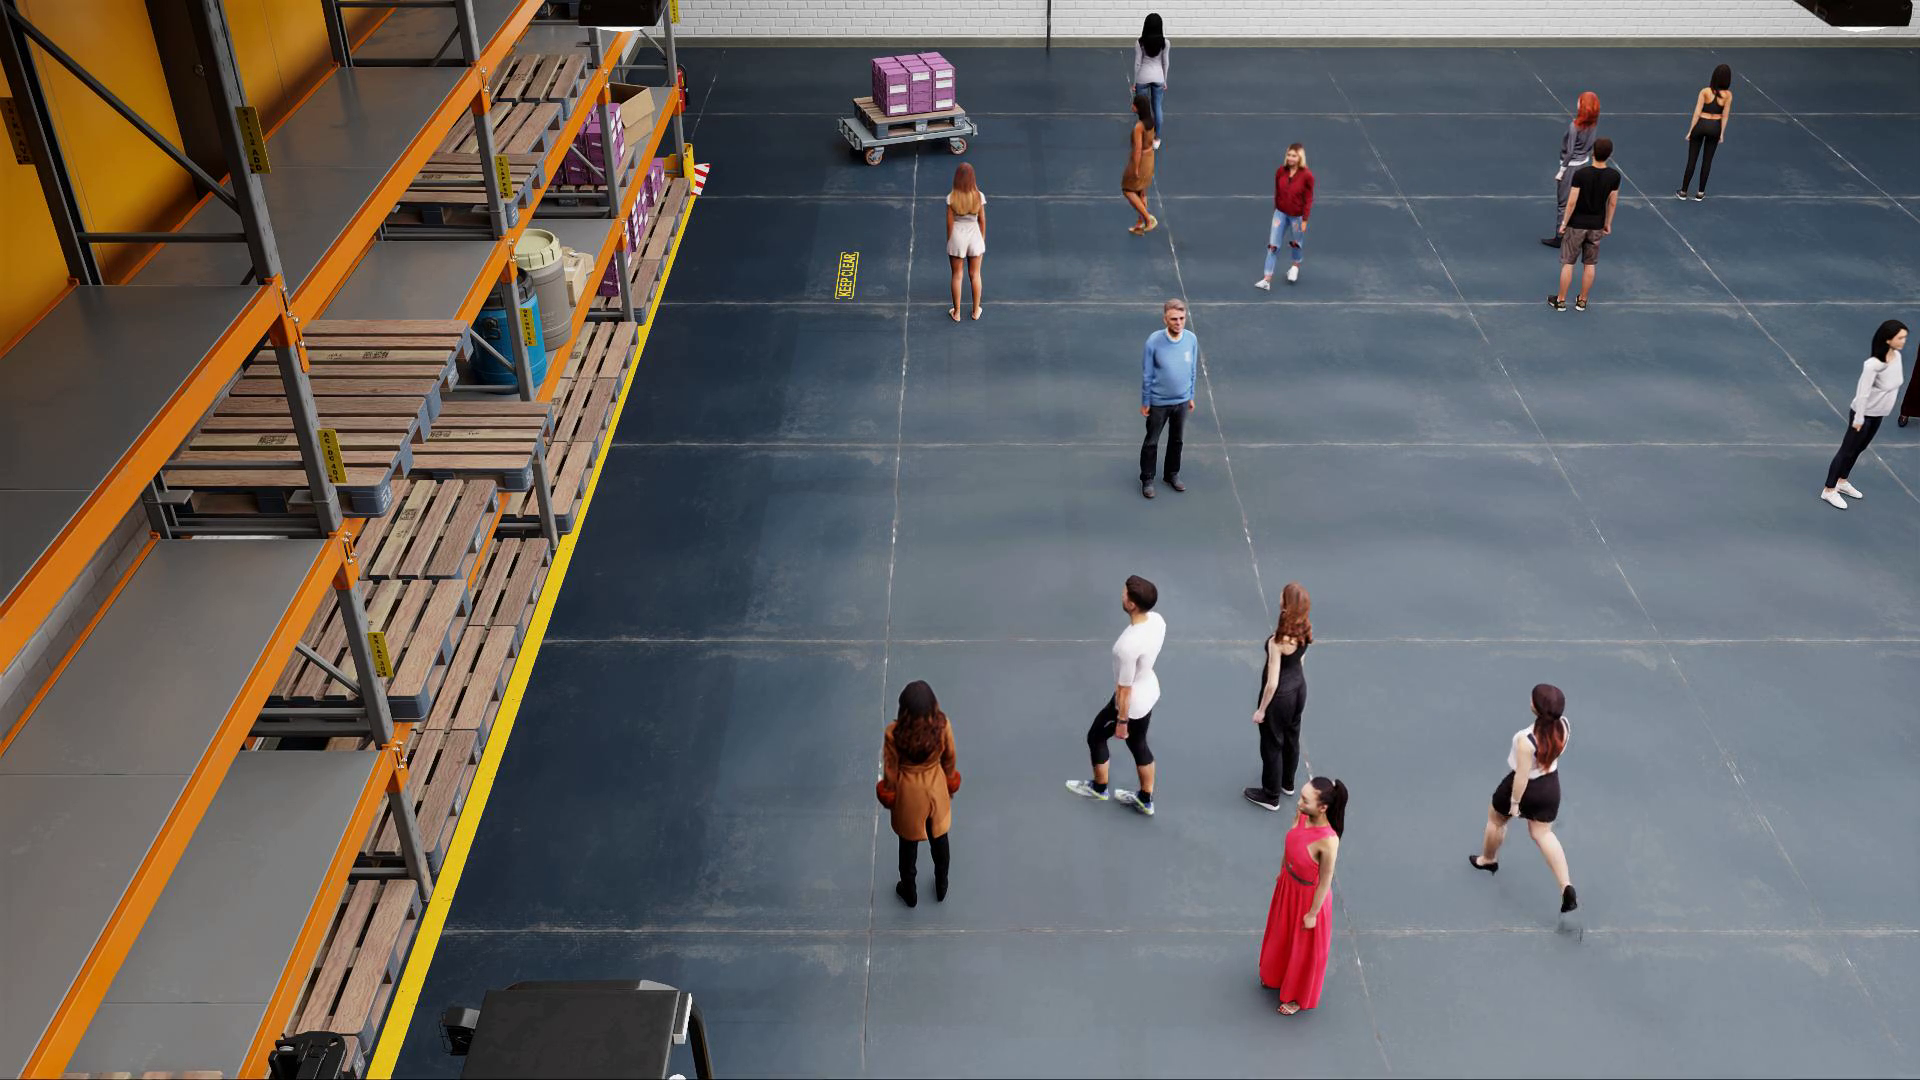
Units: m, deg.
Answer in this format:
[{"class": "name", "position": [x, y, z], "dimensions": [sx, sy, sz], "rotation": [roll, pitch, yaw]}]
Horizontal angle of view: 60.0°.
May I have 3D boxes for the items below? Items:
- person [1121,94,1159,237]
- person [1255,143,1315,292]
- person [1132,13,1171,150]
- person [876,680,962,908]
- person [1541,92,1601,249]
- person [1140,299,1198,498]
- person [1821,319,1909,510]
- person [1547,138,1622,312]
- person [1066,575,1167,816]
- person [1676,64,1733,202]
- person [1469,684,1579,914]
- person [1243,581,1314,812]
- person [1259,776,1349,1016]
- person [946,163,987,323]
[{"class": "person", "position": [2.124, -4.217, 18.876], "dimensions": [0.794, 1.673, 0.749], "rotation": [18, 38, 25]}, {"class": "person", "position": [3.583, -3.479, 17.848], "dimensions": [0.973, 1.582, 1.152], "rotation": [19, 38, 26]}, {"class": "person", "position": [2.441, -5.878, 21.319], "dimensions": [0.618, 1.735, 0.543], "rotation": [-3, 34, -4]}, {"class": "person", "position": [-0.243, 1.550, 10.159], "dimensions": [0.735, 1.719, 0.674], "rotation": [-8, 34, -11]}, {"class": "person", "position": [6.897, -4.170, 18.710], "dimensions": [0.654, 1.779, 0.675], "rotation": [-22, 39, -29]}, {"class": "person", "position": [1.784, -1.244, 14.272], "dimensions": [0.718, 1.820, 0.676], "rotation": [-10, 35, -14]}, {"class": "person", "position": [7.720, -1.095, 14.155], "dimensions": [0.709, 1.700, 0.751], "rotation": [-24, 41, -32]}, {"class": "person", "position": [6.502, -3.278, 17.295], "dimensions": [0.683, 1.861, 0.553], "rotation": [1, 34, 2]}, {"class": "person", "position": [1.199, 1.063, 10.791], "dimensions": [0.995, 1.829, 0.957], "rotation": [20, 38, 27]}, {"class": "person", "position": [8.930, -4.880, 19.902], "dimensions": [0.621, 1.642, 0.577], "rotation": [9, 35, 13]}, {"class": "person", "position": [3.557, 1.593, 10.181], "dimensions": [0.884, 1.623, 1.102], "rotation": [-17, 37, -24]}, {"class": "person", "position": [2.129, 1.022, 10.928], "dimensions": [0.718, 1.746, 0.652], "rotation": [28, 43, 35]}, {"class": "person", "position": [1.958, 2.010, 9.458], "dimensions": [0.740, 1.727, 0.607], "rotation": [-10, 35, -15]}, {"class": "person", "position": [0.055, -3.067, 17.125], "dimensions": [0.584, 1.697, 0.579], "rotation": [-3, 34, -5]}]
